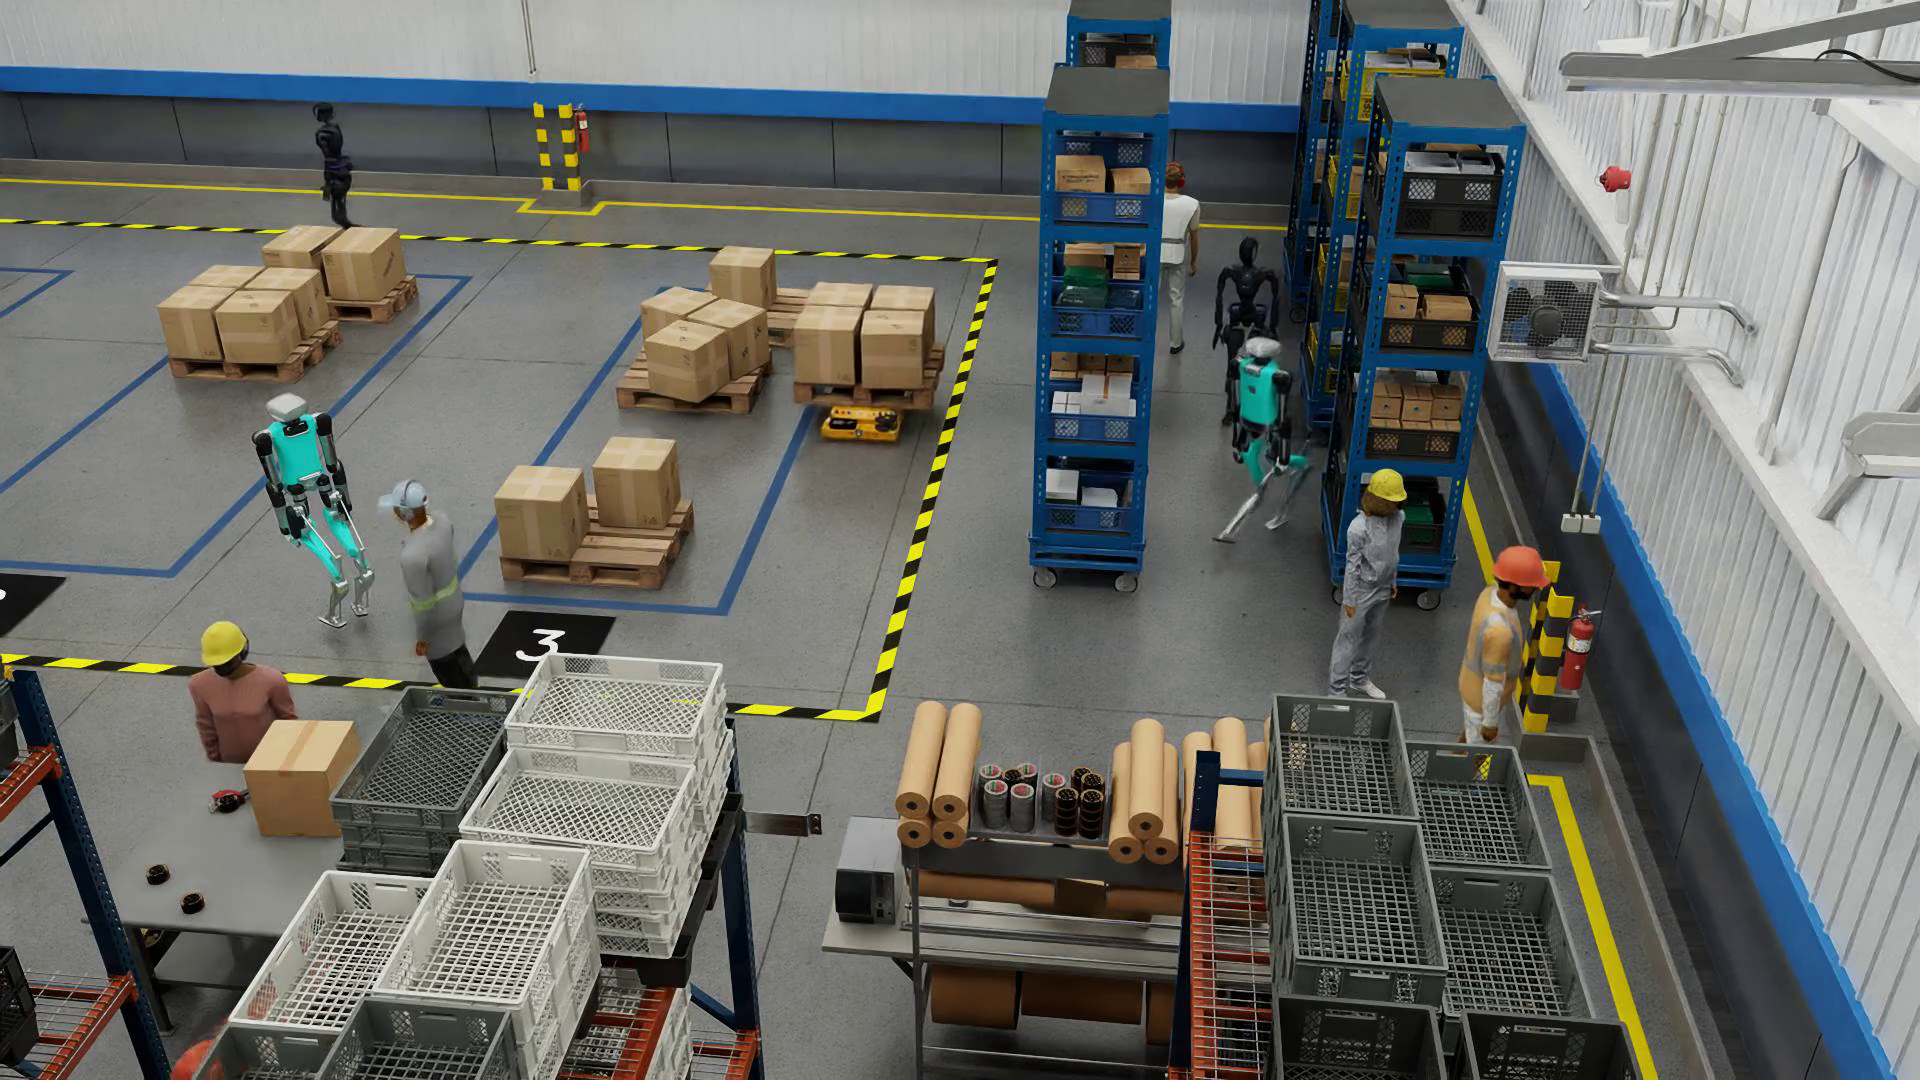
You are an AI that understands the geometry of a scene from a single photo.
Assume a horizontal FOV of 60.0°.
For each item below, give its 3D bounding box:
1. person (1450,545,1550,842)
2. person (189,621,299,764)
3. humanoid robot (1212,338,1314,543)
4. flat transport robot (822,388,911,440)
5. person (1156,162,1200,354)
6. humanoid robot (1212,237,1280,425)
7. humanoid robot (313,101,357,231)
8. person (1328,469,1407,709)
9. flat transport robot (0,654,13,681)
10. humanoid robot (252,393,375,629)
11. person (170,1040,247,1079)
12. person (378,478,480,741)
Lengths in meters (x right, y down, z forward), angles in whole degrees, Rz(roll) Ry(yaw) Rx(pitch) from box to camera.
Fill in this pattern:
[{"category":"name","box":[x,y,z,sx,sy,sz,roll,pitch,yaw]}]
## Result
[{"category":"person","box":[3.049,0.868,9.525,0.369,1.934,0.550,6,31,10]},{"category":"person","box":[-3.866,1.194,9.133,0.524,1.768,0.329,-3,30,-5]},{"category":"humanoid robot","box":[2.341,-0.743,12.496,1.022,1.735,0.543,-25,39,-36]},{"category":"flat transport robot","box":[-0.791,-1.309,14.895,0.652,0.197,1.431,3,30,6]},{"category":"person","box":[1.942,-2.626,15.616,0.568,1.844,0.378,5,31,8]},{"category":"humanoid robot","box":[2.514,-1.855,14.514,0.603,1.634,0.774,7,31,12]},{"category":"humanoid robot","box":[-6.711,-3.974,18.101,0.493,1.636,0.601,-2,30,-4]},{"category":"person","box":[2.637,0.321,10.654,0.487,1.743,0.295,-22,37,-33]},{"category":"flat transport robot","box":[-7.142,0.969,11.010,1.431,0.231,0.659,3,30,6]},{"category":"humanoid robot","box":[-4.314,-0.139,11.320,0.533,1.677,0.735,-26,39,-37]},{"category":"person","box":[-2.663,2.635,6.405,0.601,2.025,0.494,8,31,13]},{"category":"person","box":[-3.284,0.446,10.334,0.395,1.850,0.596,1,30,2]}]
